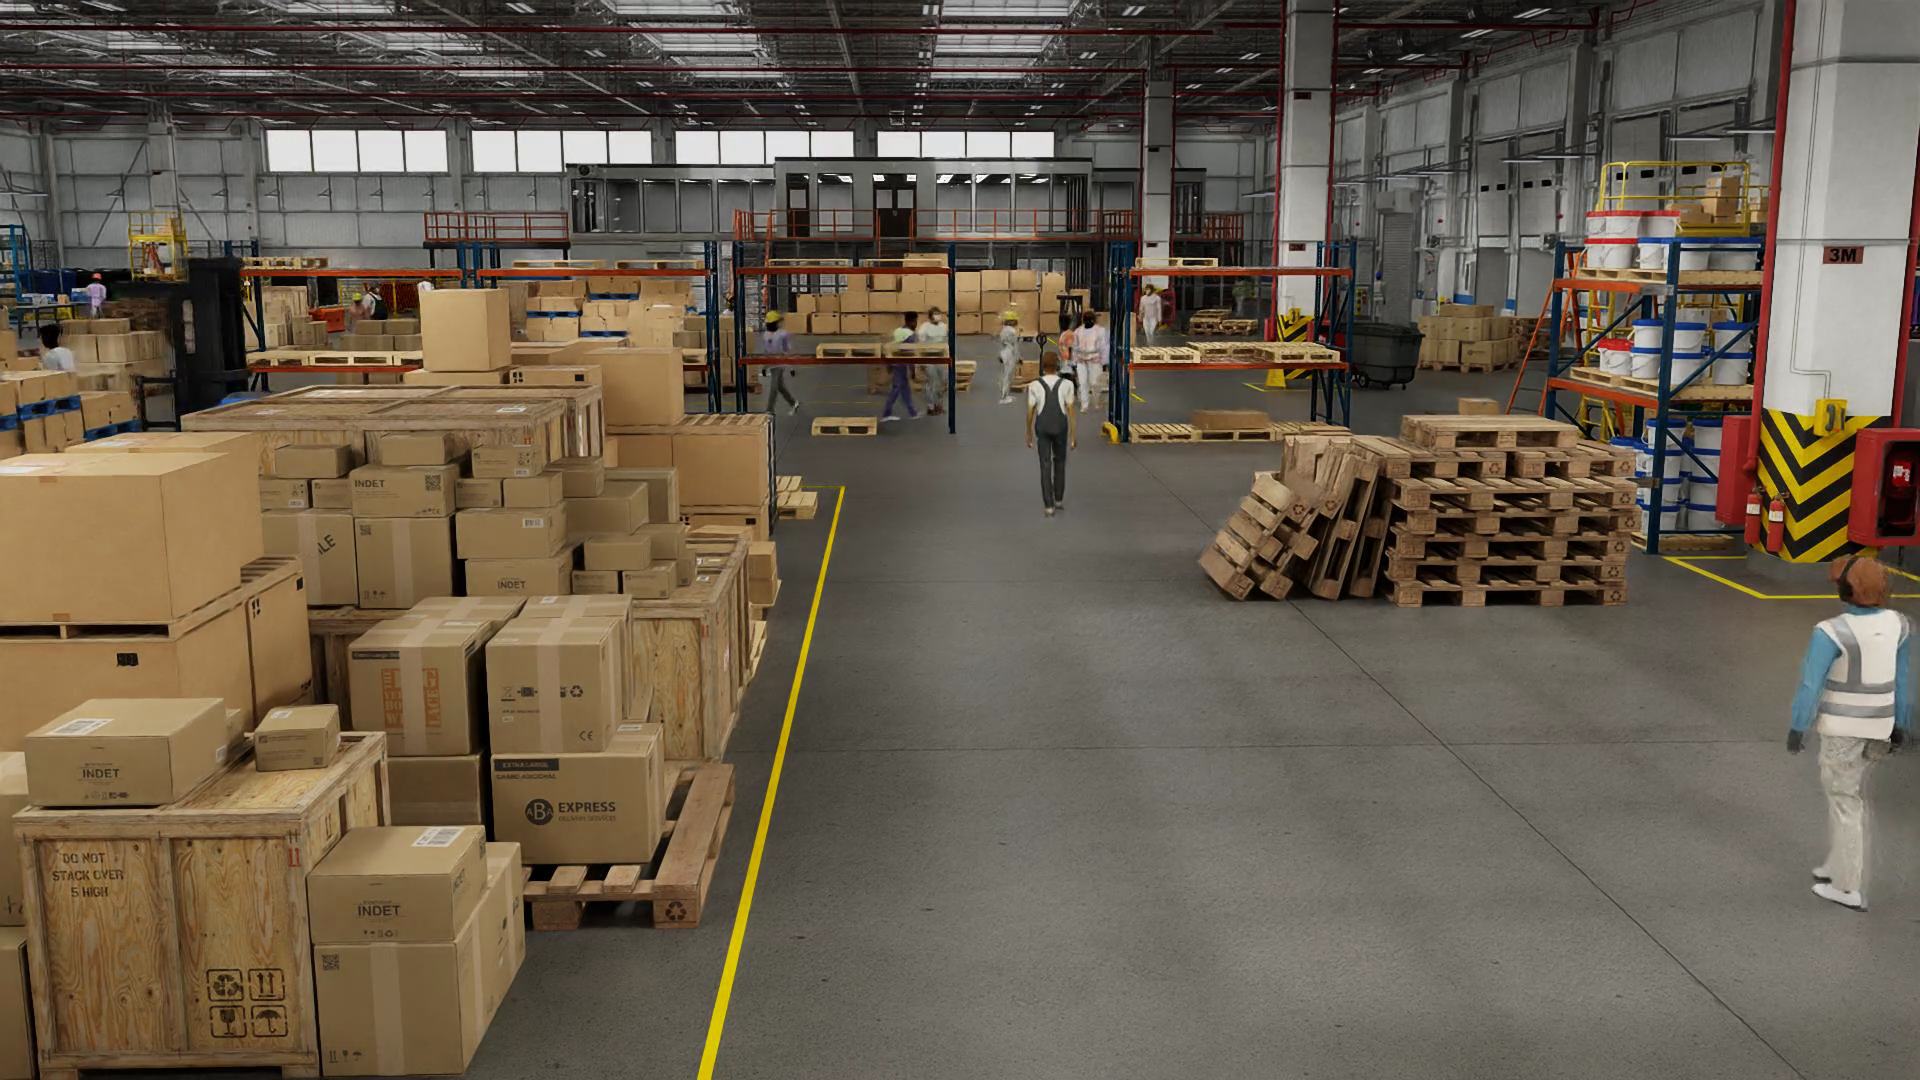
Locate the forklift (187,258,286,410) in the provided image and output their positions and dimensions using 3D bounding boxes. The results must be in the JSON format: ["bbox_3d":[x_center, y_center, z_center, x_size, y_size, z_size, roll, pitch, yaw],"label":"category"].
[{"bbox_3d":[-9.352,-2.185,21.153,1.873,2.768,1.129,0,10,-2],"label":"forklift"}]

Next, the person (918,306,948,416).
[{"bbox_3d":[-0.421,-3.110,28.958,0.662,1.921,0.529,-8,13,-37],"label":"person"}]

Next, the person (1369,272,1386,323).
[{"bbox_3d":[14.998,-8.635,59.692,0.605,1.946,0.394,7,12,32],"label":"person"}]

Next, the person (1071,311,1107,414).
[{"bbox_3d":[2.263,-3.130,29.352,0.648,1.824,0.452,5,11,24],"label":"person"}]

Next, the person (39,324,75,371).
[{"bbox_3d":[-12.241,-1.943,22.482,0.968,1.920,0.630,1,10,6],"label":"person"}]

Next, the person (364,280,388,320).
[{"bbox_3d":[-15.228,-5.771,43.471,0.536,2.000,0.684,2,10,10],"label":"person"}]

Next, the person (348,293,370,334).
[{"bbox_3d":[-15.208,-5.382,42.119,0.541,1.751,0.407,1,10,8],"label":"person"}]

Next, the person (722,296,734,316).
[{"bbox_3d":[-5.007,-4.385,36.270,0.328,1.861,0.505,3,11,18],"label":"person"}]

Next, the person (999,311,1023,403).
[{"bbox_3d":[0.973,-3.448,31.417,0.586,1.726,0.496,-4,11,-20],"label":"person"}]

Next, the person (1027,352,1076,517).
[{"bbox_3d":[1.021,-1.201,18.654,0.544,1.803,0.939,0,10,2],"label":"person"}]

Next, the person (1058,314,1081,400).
[{"bbox_3d":[2.071,-3.397,31.229,0.479,1.677,0.564,-2,10,-11],"label":"person"}]

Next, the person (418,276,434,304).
[{"bbox_3d":[-19.324,-8.697,60.332,0.649,1.846,0.721,-8,13,-39],"label":"person"}]

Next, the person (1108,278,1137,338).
[{"bbox_3d":[5.139,-7.325,52.550,0.945,1.880,0.617,0,10,-2],"label":"person"}]

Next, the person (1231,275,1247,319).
[{"bbox_3d":[11.061,-9.635,65.655,0.647,1.814,0.903,10,14,43],"label":"person"}]

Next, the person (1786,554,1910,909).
[{"bbox_3d":[4.044,0.860,7.667,0.547,1.617,0.524,-3,11,-19],"label":"person"}]

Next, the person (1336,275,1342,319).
[{"bbox_3d":[14.762,-9.633,65.114,0.376,1.995,0.608,0,10,0],"label":"person"}]

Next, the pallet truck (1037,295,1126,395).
[{"bbox_3d":[2.483,-3.881,33.060,1.885,1.965,0.823,-7,13,-36],"label":"pallet truck"}]

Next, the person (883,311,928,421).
[{"bbox_3d":[-0.912,-2.940,28.227,0.920,1.853,0.615,-4,11,-22],"label":"person"}]

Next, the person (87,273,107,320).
[{"bbox_3d":[-28.230,-7.724,54.415,0.615,2.019,0.781,-1,10,-6],"label":"person"}]

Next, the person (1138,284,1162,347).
[{"bbox_3d":[5.014,-5.840,44.202,0.655,1.911,0.673,7,13,36],"label":"person"}]

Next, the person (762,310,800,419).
[{"bbox_3d":[-3.115,-3.032,28.689,0.603,1.886,0.964,9,13,40],"label":"person"}]
